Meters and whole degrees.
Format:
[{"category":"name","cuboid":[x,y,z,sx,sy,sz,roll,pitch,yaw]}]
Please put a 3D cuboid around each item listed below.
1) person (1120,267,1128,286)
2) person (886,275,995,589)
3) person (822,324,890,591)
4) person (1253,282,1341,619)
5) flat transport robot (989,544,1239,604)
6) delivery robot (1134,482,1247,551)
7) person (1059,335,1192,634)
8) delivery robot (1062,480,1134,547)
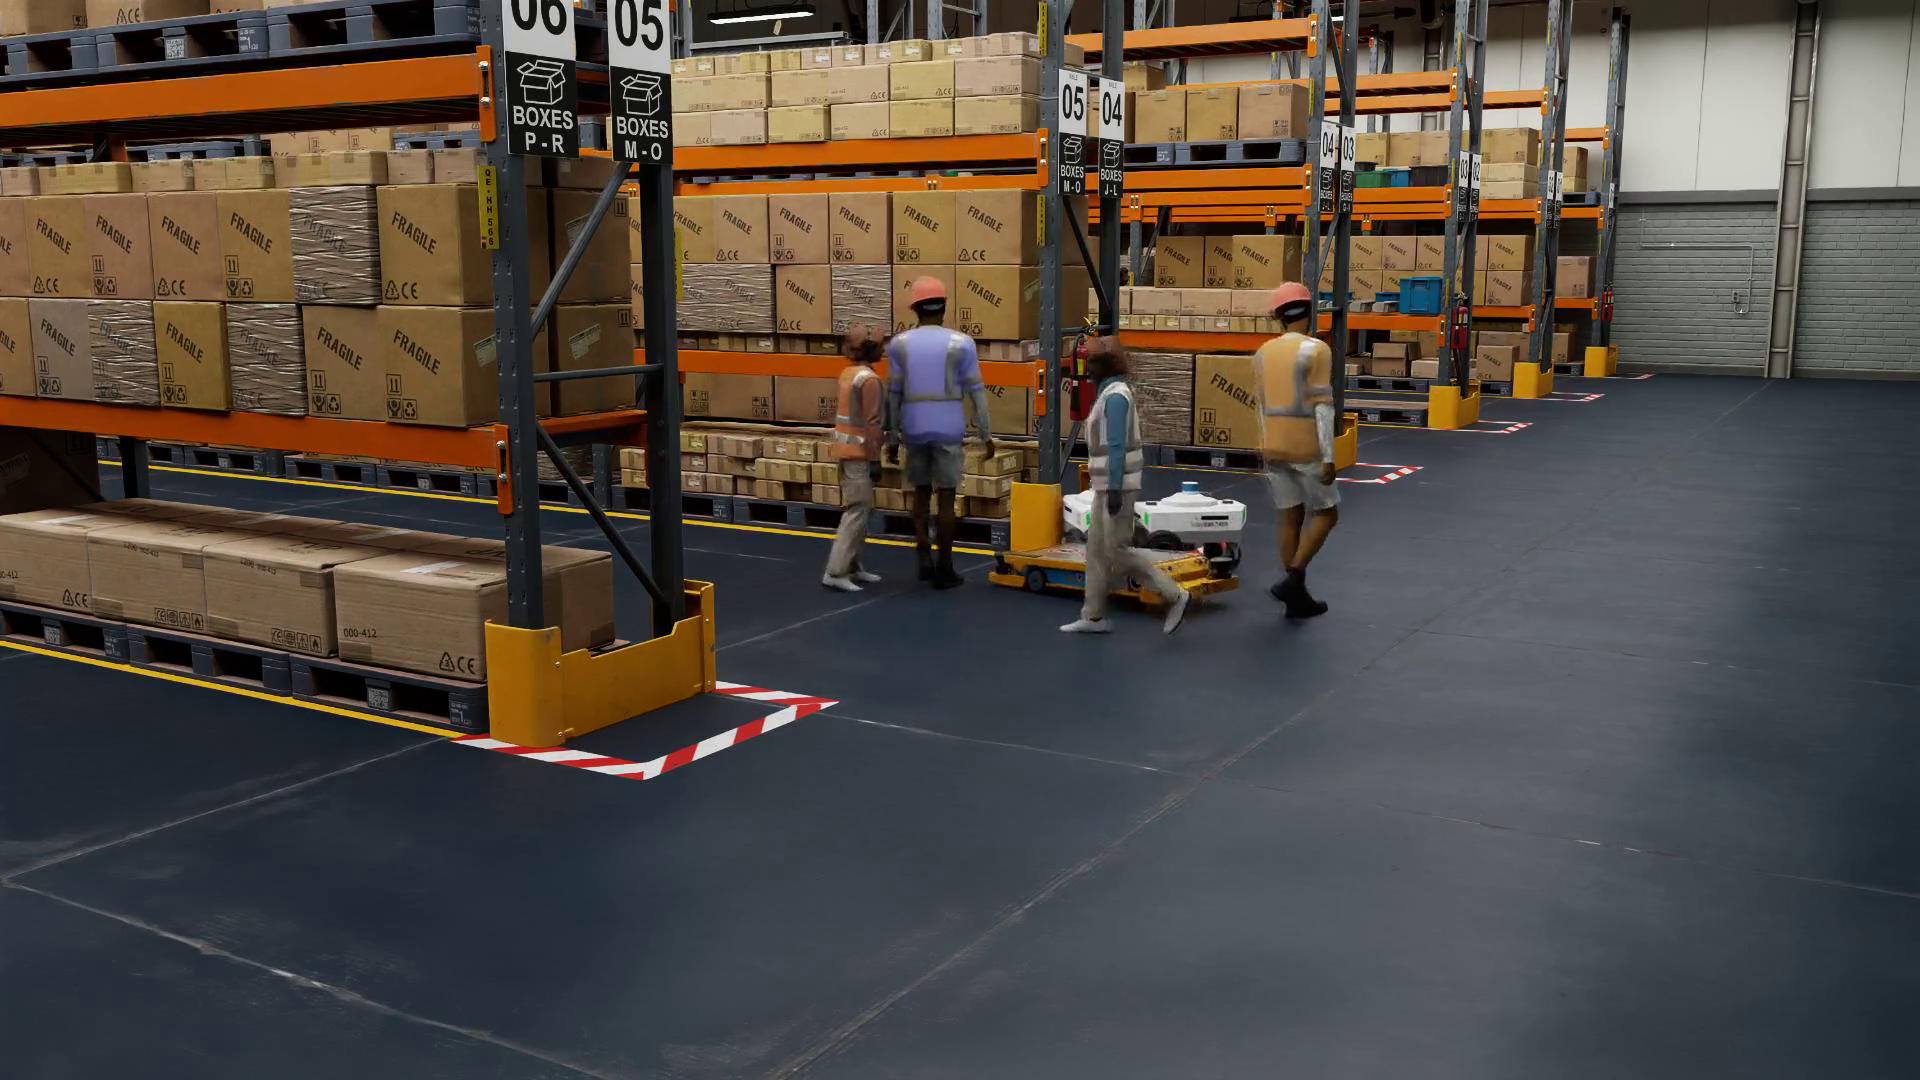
[{"category":"person","cuboid":[2.445,-3.256,25.552,0.310,1.868,0.534,6,11,30]},{"category":"person","cuboid":[-0.121,-0.654,10.176,0.635,1.913,0.410,3,10,15]},{"category":"person","cuboid":[-0.663,-0.498,10.159,0.450,1.622,0.524,-4,10,-20]},{"category":"person","cuboid":[1.888,-0.498,9.343,0.441,1.892,0.595,-6,12,-33]},{"category":"flat transport robot","cuboid":[0.902,0.183,9.986,0.652,0.197,1.431,-10,11,-43]},{"category":"delivery robot","cuboid":[1.500,-0.138,10.862,0.707,0.478,0.477,-1,10,-8]},{"category":"person","cuboid":[0.876,-0.279,8.839,0.619,1.619,0.550,0,10,-1]},{"category":"delivery robot","cuboid":[0.905,-0.159,10.982,0.477,0.478,0.707,-2,10,-10]}]
